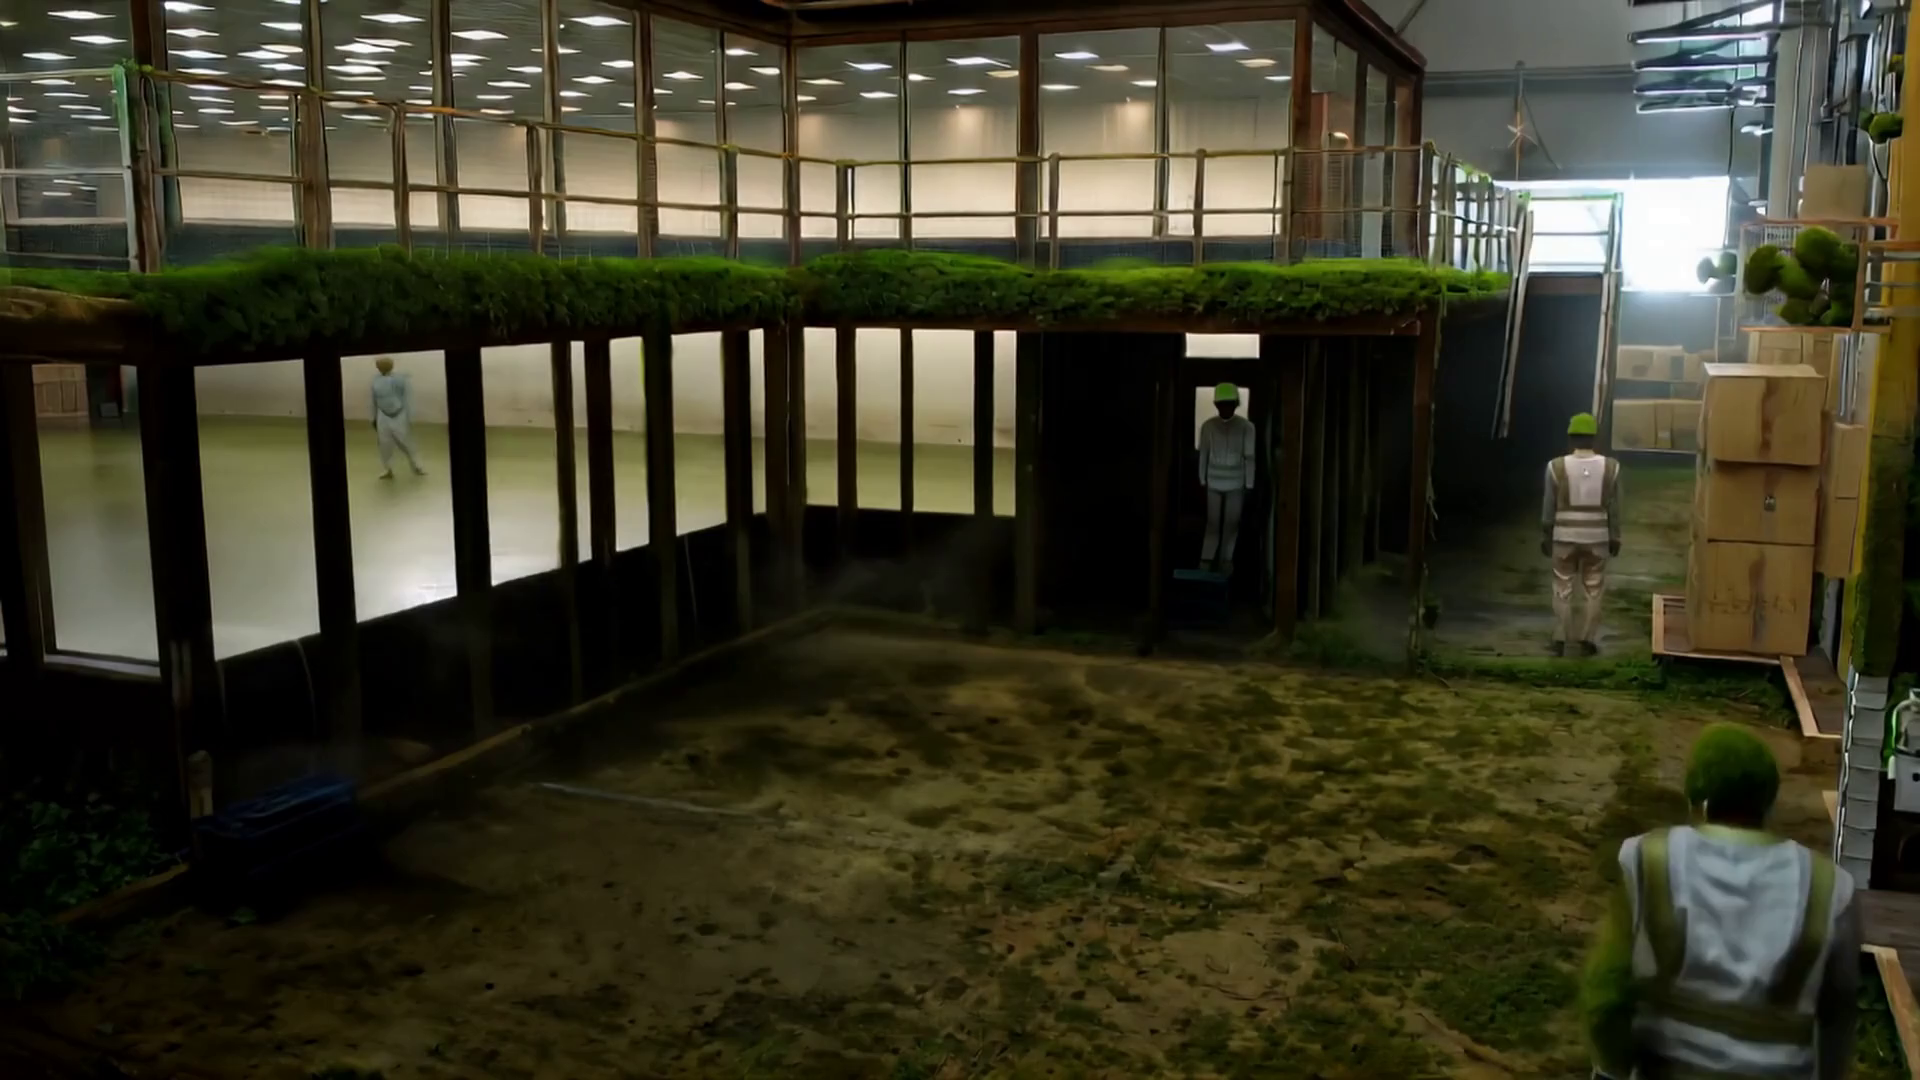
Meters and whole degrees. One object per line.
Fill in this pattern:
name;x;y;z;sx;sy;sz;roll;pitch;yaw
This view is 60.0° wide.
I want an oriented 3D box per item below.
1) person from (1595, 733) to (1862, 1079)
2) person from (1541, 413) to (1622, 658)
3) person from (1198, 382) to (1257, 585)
person;2.131;1.415;4.658;0.652;1.799;0.905;4;10;25
person;4.893;-0.030;13.143;0.601;1.942;0.394;1;9;8
person;2.596;-0.555;16.260;0.616;1.984;0.409;8;12;40
